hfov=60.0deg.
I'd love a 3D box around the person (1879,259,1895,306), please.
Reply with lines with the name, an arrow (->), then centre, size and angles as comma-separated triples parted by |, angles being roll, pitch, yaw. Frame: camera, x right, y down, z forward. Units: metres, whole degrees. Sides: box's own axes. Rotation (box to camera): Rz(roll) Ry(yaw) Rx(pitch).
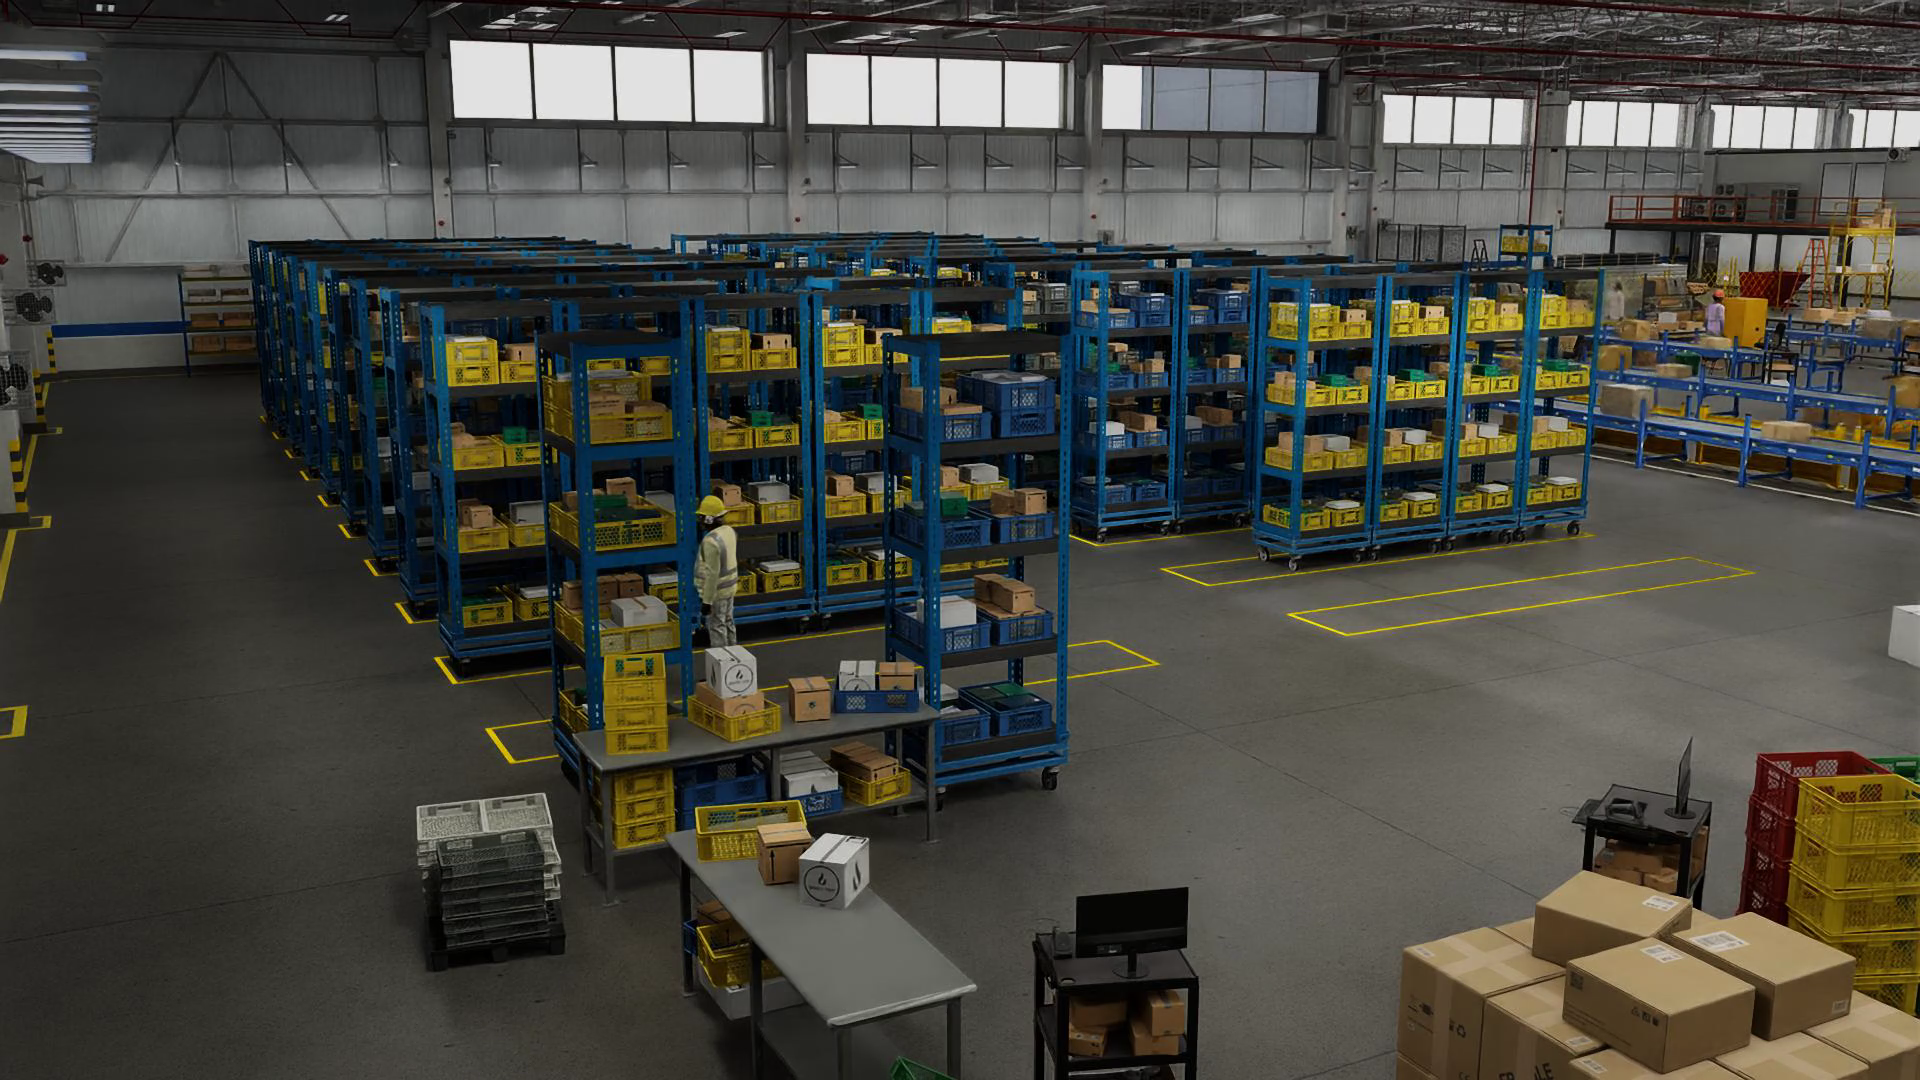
person -> 36.182, -10.027, 64.849 | 0.508, 1.846, 0.345 | -9, 15, -35

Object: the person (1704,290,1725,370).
person -> 19.406, -5.400, 42.738 | 0.375, 2.044, 0.605 | -5, 13, -21

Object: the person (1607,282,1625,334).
person -> 19.253, -6.641, 48.921 | 0.692, 1.890, 0.653 | -4, 13, -16

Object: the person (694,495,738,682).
person -> -2.310, 0.483, 15.717 | 0.403, 1.835, 0.588 | 3, 12, 12

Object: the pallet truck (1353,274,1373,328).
pallet truck -> 13.011, -8.050, 55.243 | 0.823, 1.965, 1.885 | -7, 14, -28
